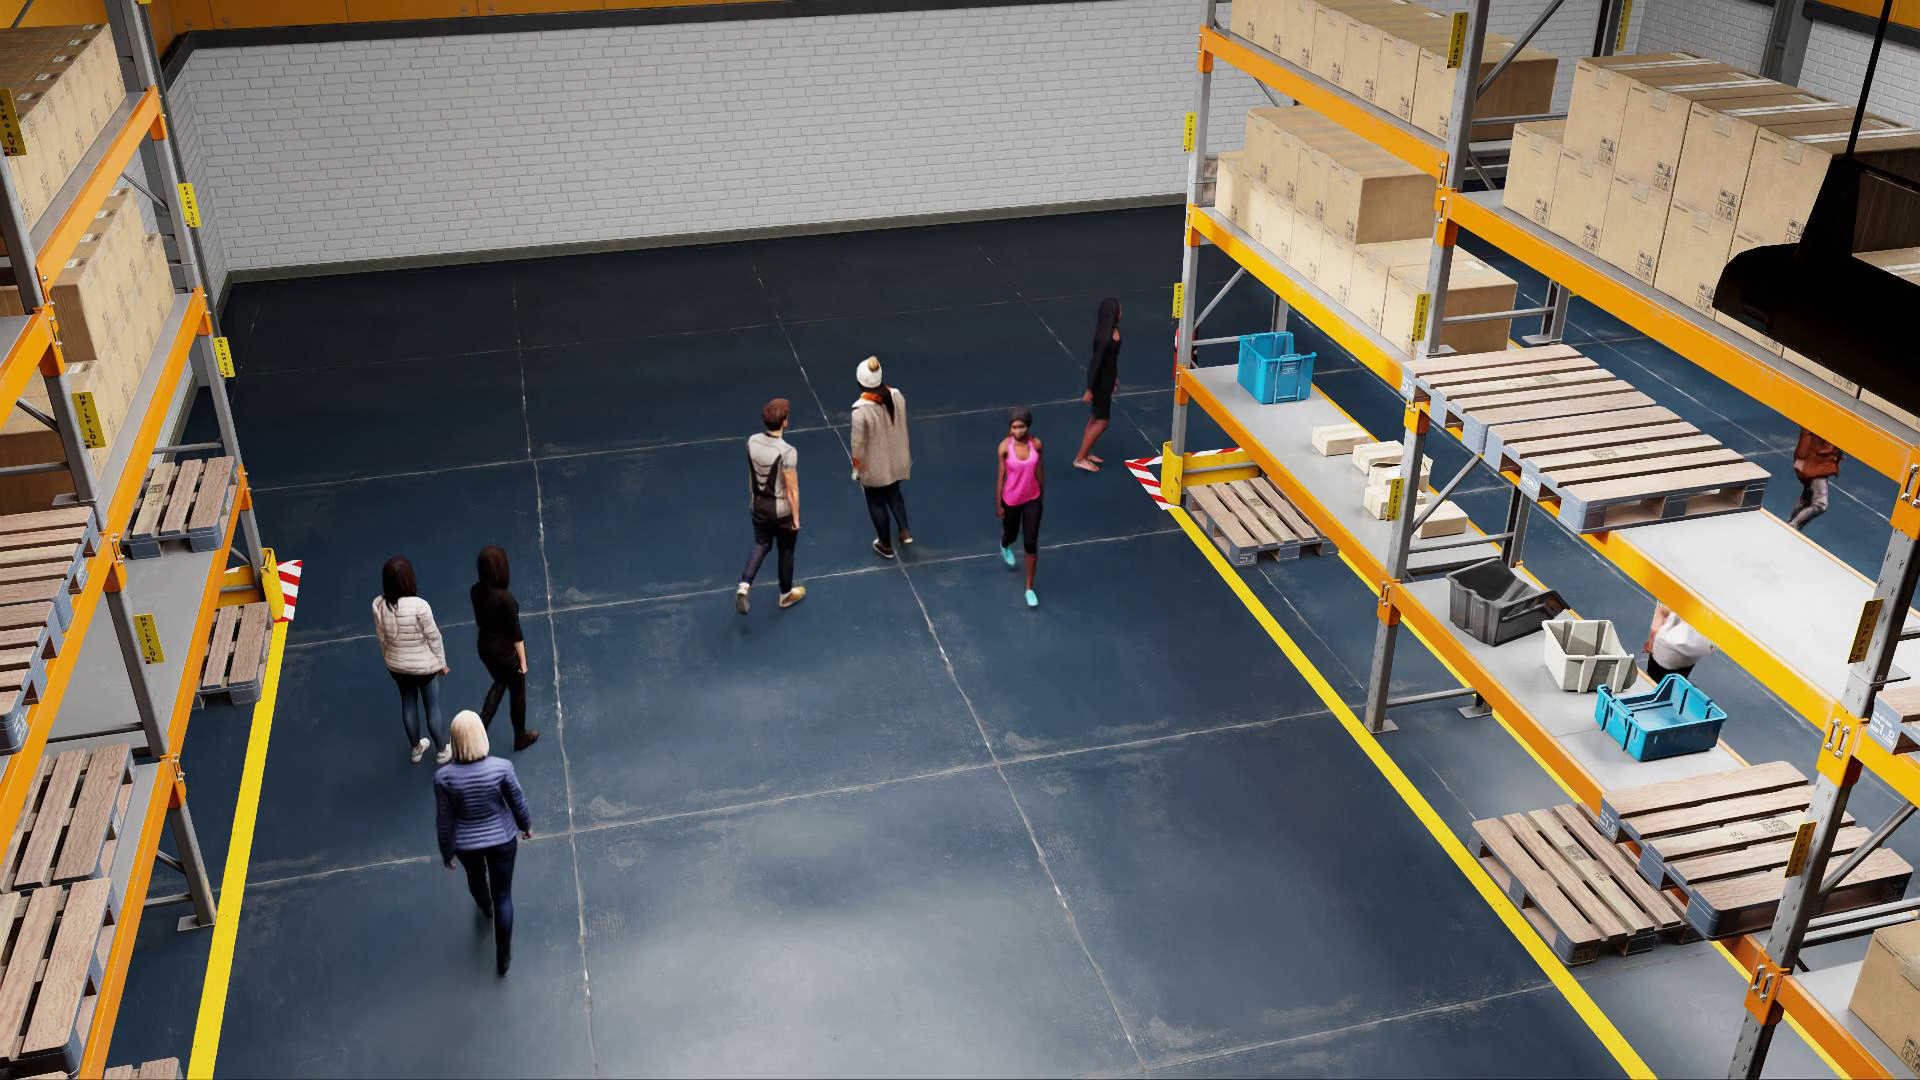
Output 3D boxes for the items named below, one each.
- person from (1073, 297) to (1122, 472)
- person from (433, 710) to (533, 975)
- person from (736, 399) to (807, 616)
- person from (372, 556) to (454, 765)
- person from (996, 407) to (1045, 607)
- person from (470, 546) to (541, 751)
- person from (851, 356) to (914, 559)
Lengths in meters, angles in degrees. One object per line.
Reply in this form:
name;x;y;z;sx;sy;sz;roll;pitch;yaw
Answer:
person;1.290;-1.460;15.827;0.841;1.684;0.720;13;31;23
person;-2.798;1.819;9.783;0.700;1.715;0.984;-6;29;-11
person;-1.545;-0.217;13.351;1.038;1.873;1.113;12;31;21
person;-3.828;0.845;11.651;0.699;1.638;0.694;5;29;10
person;0.477;-0.351;13.785;0.643;1.693;1.090;-5;29;-9
person;-3.285;0.827;11.695;0.827;1.625;0.900;14;32;24
person;-0.628;-0.666;14.168;0.825;1.879;0.849;-15;32;-26
